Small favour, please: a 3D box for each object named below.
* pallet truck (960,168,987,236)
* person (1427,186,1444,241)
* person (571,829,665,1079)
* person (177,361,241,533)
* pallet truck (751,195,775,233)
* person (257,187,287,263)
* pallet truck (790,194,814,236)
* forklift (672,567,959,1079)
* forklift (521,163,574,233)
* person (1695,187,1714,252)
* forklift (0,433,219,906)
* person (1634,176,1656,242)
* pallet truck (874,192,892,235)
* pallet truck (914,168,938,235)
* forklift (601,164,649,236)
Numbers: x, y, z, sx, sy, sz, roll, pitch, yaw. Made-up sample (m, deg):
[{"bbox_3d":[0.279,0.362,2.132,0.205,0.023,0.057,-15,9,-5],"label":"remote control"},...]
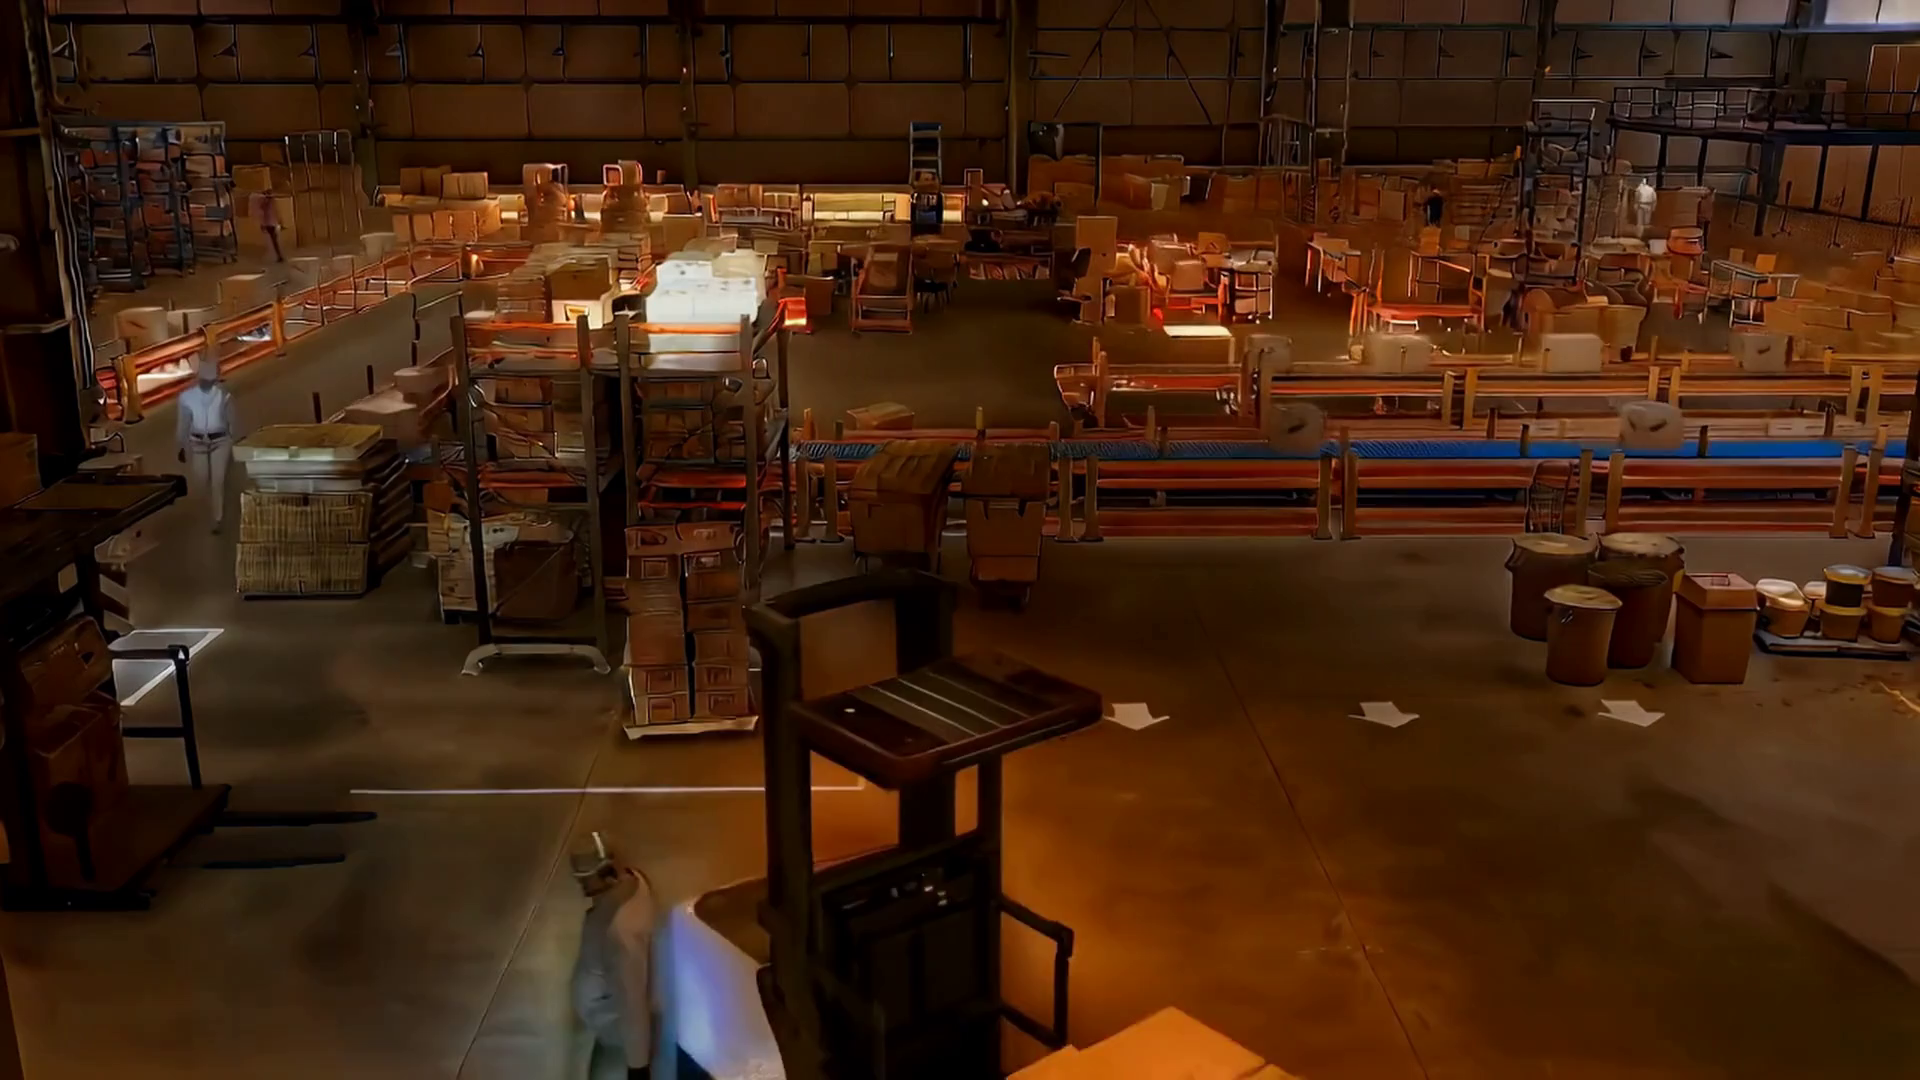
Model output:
[{"bbox_3d":[0.383,-10.230,50.206,0.823,1.965,1.885,-1,16,-3],"label":"pallet truck"},{"bbox_3d":[12.788,-8.577,44.700,0.329,1.865,0.515,-15,22,-41],"label":"person"},{"bbox_3d":[-1.545,2.151,7.378,0.564,1.884,0.656,-4,17,-13],"label":"person"},{"bbox_3d":[-8.419,-1.102,18.679,0.650,1.900,0.971,-5,17,-16],"label":"person"},{"bbox_3d":[-6.051,-9.967,50.660,0.680,1.201,1.601,0,16,-1],"label":"pallet truck"},{"bbox_3d":[-17.932,-8.193,43.208,0.973,1.958,0.623,9,18,29],"label":"person"},{"bbox_3d":[-4.814,-9.883,50.259,0.704,1.261,1.522,-1,16,-3],"label":"pallet truck"},{"bbox_3d":[-0.466,1.558,7.661,1.129,2.768,1.873,-13,20,-38],"label":"forklift"},{"bbox_3d":[-12.233,-10.122,49.298,1.157,1.987,2.680,0,16,-1],"label":"forklift"},{"bbox_3d":[20.485,-8.828,45.765,0.348,1.756,0.518,-9,18,-28],"label":"person"},{"bbox_3d":[-5.952,0.780,10.366,1.873,2.768,1.129,0,16,-1],"label":"forklift"},{"bbox_3d":[19.847,-9.612,48.283,0.591,1.872,0.576,0,16,0],"label":"person"},{"bbox_3d":[-2.277,-9.986,50.594,0.653,1.274,1.630,0,16,-1],"label":"pallet truck"},{"bbox_3d":[-0.989,-10.316,50.507,0.823,1.965,1.885,1,16,3],"label":"pallet truck"},{"bbox_3d":[-9.948,-10.127,49.296,1.157,1.987,2.680,-1,16,-3],"label":"forklift"}]
